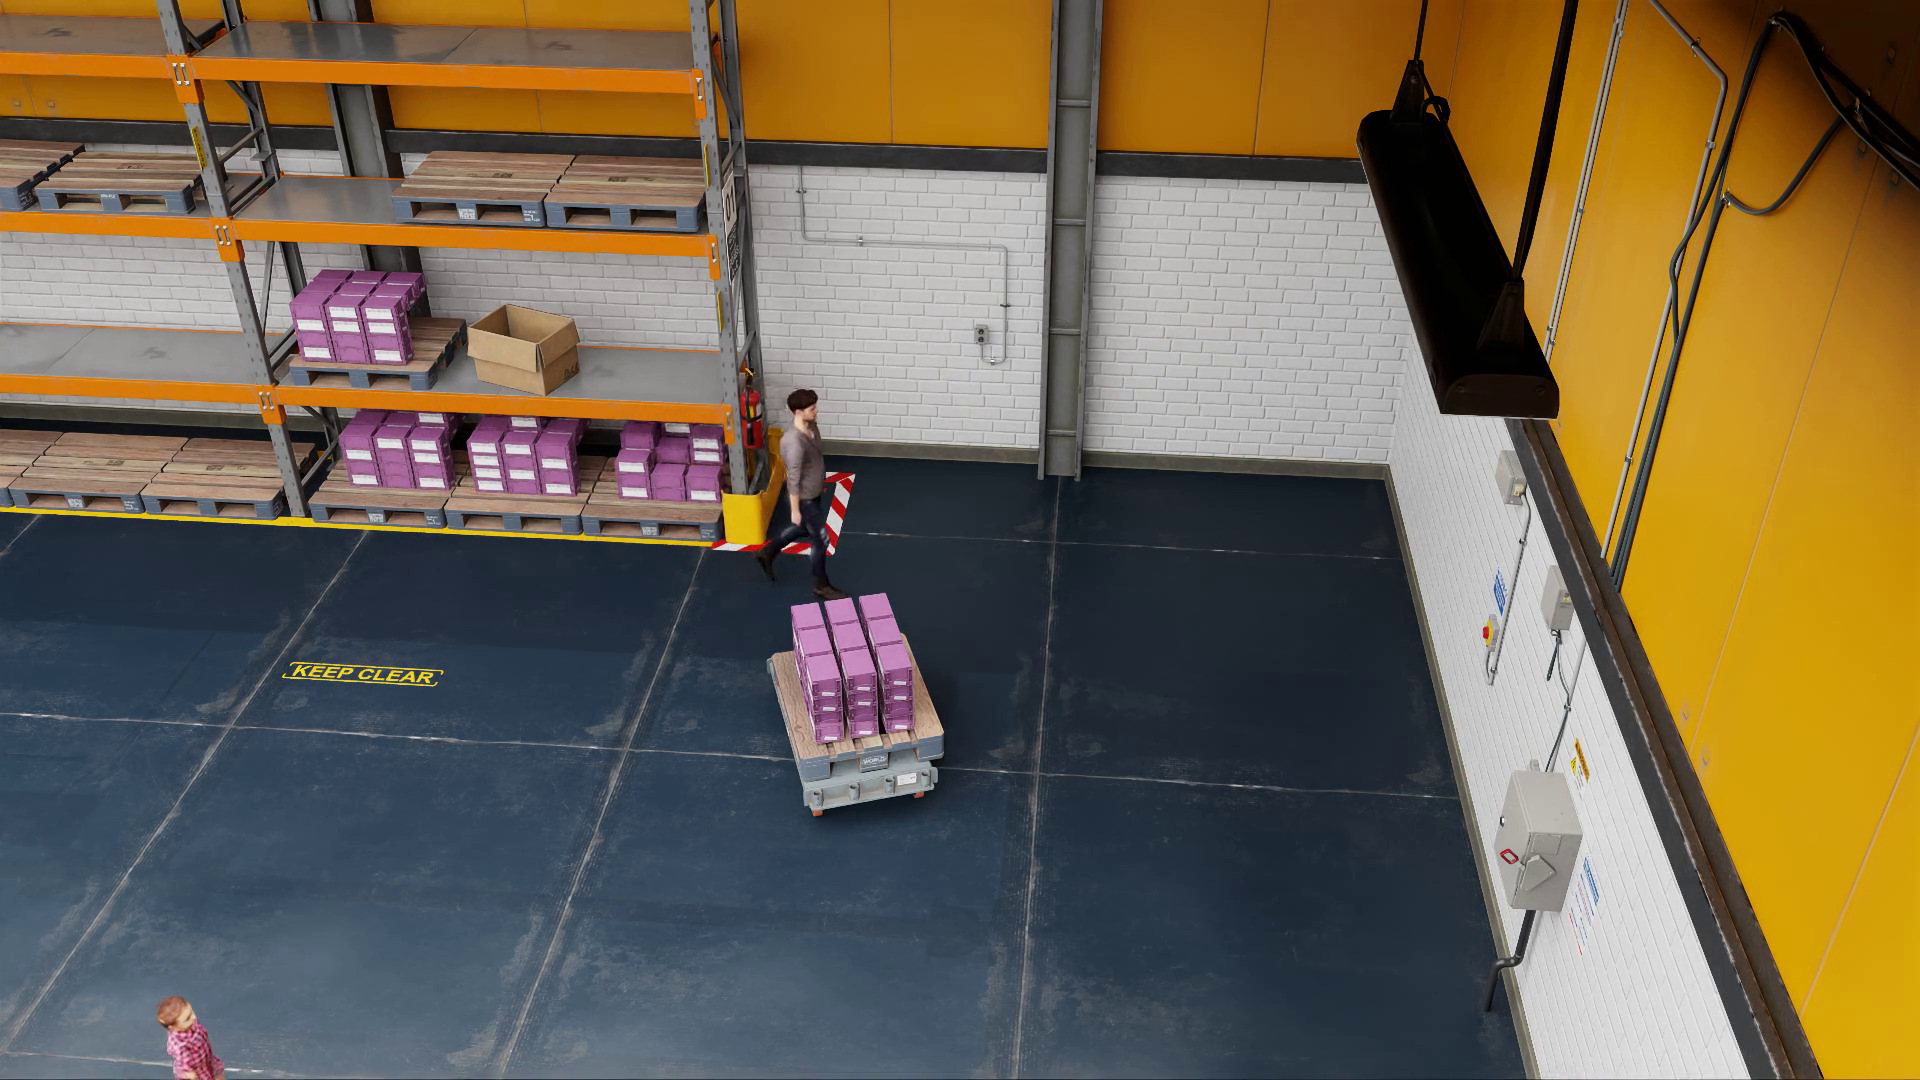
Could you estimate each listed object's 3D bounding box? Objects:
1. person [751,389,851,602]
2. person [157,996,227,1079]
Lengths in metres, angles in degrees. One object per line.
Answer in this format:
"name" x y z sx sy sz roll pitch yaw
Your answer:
"person" -1.316 -0.371 13.285 1.063 1.882 0.706 4 34 6
"person" -4.265 2.881 9.176 0.471 1.015 0.465 -4 34 -6
